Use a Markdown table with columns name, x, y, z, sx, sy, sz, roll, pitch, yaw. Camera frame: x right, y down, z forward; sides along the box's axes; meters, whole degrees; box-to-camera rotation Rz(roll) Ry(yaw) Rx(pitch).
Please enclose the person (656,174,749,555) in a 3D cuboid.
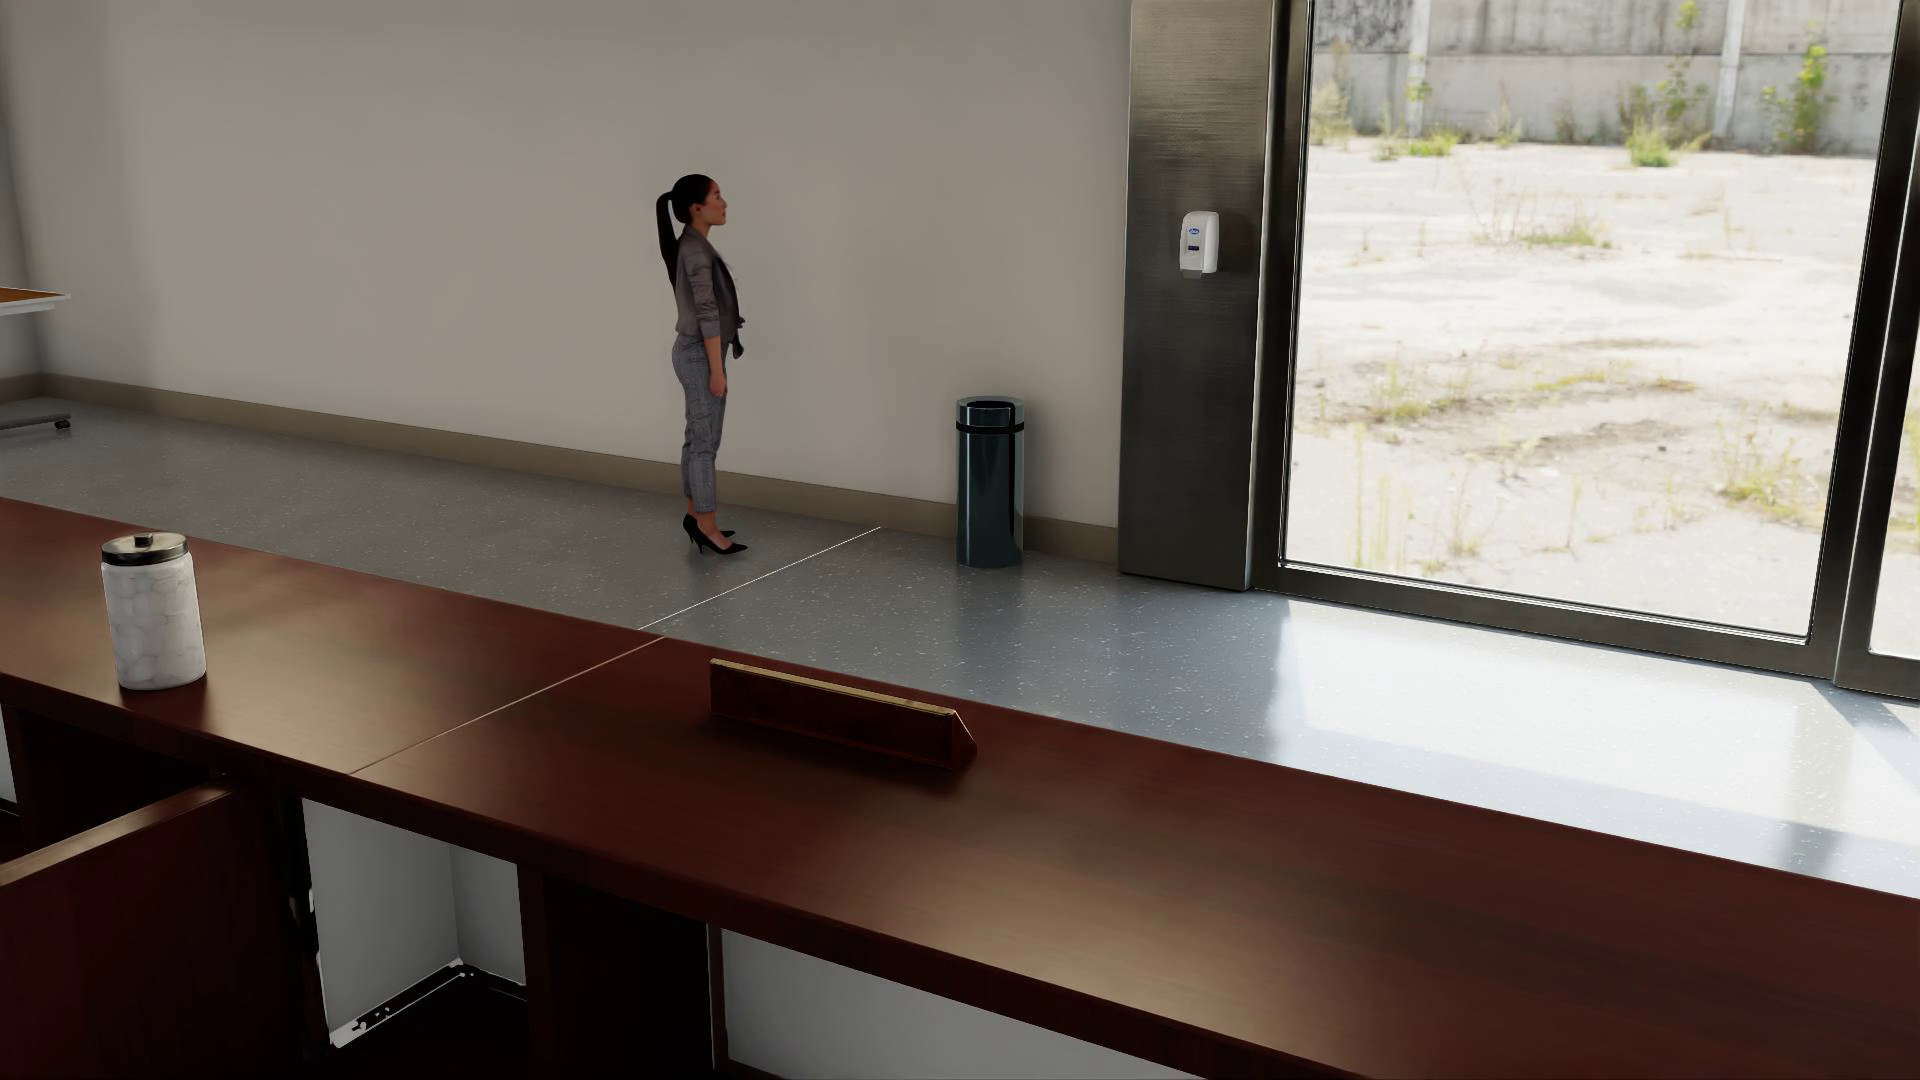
| name | x | y | z | sx | sy | sz | roll | pitch | yaw |
| --- | --- | --- | --- | --- | --- | --- | --- | --- | --- |
| person | -1.153 | -0.780 | 7.419 | 0.781 | 1.679 | 0.726 | -5 | 16 | -16 |
